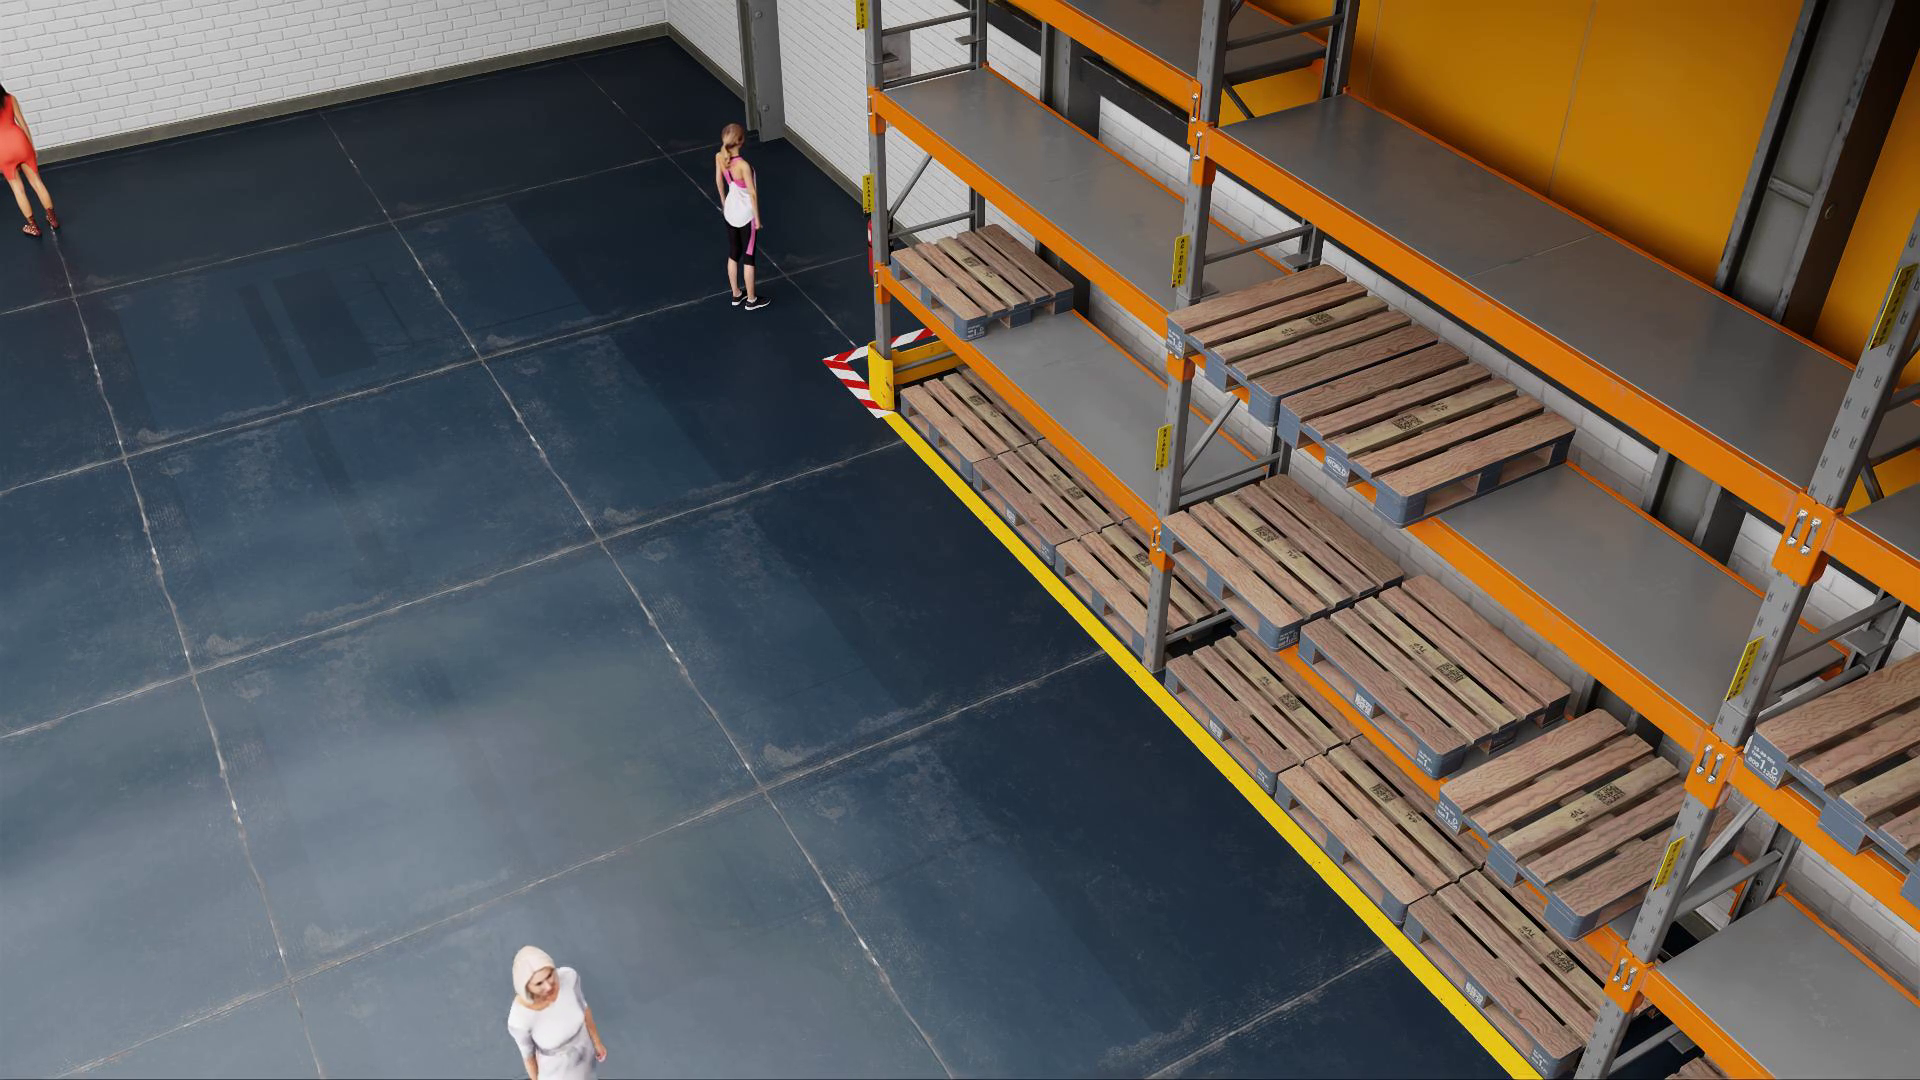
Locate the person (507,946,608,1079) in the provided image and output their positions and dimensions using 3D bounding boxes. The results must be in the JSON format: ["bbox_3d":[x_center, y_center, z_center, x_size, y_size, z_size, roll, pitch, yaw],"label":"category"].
[{"bbox_3d":[-2.015,2.548,8.253,1.035,1.729,0.850,22,44,25],"label":"person"}]

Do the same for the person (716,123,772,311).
[{"bbox_3d":[-1.996,-2.925,15.059,0.590,1.788,0.739,26,45,29],"label":"person"}]

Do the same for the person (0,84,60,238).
[{"bbox_3d":[-9.216,-3.779,16.184,0.639,1.718,0.657,28,46,31],"label":"person"}]
